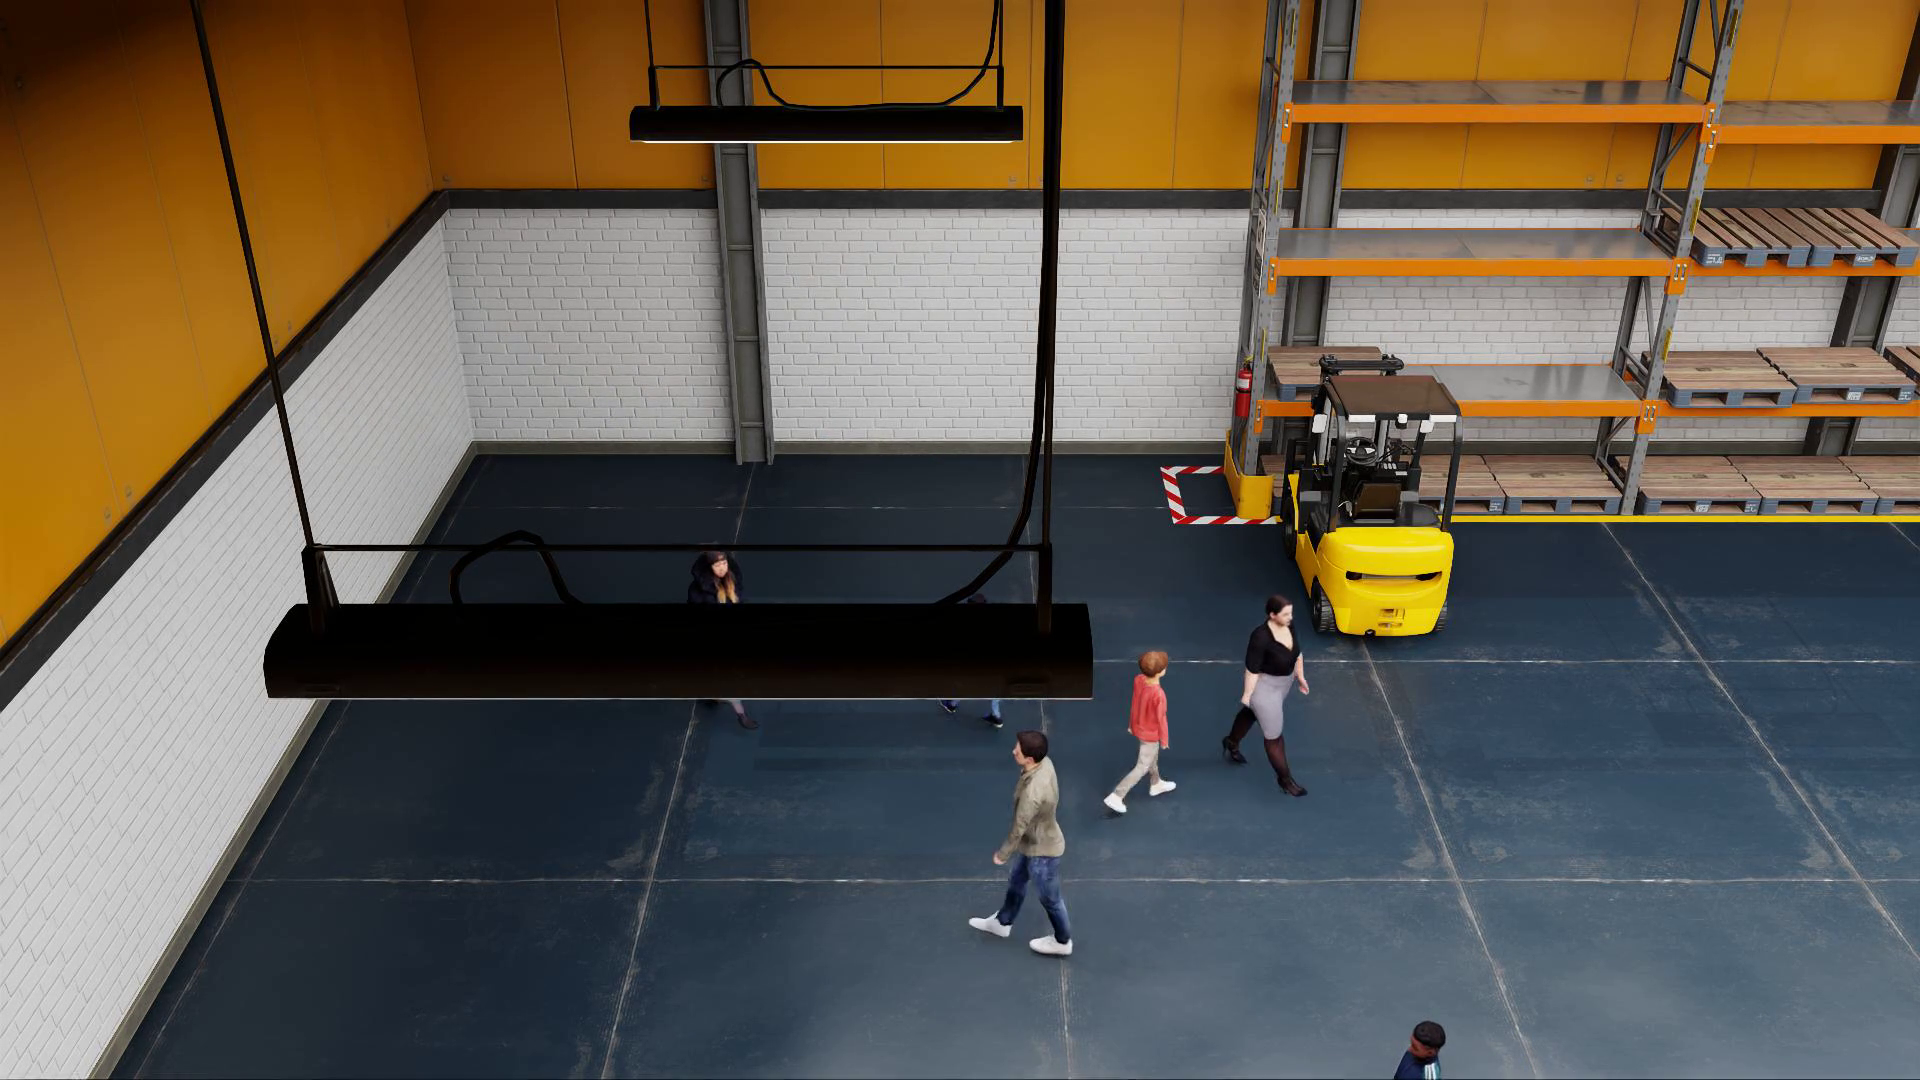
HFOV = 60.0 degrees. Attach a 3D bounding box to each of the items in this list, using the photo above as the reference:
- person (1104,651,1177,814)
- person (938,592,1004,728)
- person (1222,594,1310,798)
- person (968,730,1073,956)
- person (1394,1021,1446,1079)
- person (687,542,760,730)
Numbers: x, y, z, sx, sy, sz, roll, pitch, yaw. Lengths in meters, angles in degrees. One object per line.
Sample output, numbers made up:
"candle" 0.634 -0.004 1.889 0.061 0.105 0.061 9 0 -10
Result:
"person" 1.384 1.487 12.806 0.995 1.398 0.794 -13 31 -22
"person" 0.187 1.022 13.839 0.916 1.225 0.837 24 37 36
"person" 2.343 1.146 13.107 1.200 1.708 1.101 22 36 35
"person" 0.633 2.095 11.233 1.013 1.837 0.771 4 29 7
"person" 2.652 3.280 9.668 0.497 1.256 0.517 -3 29 -6
"person" -2.039 0.753 13.911 1.087 1.629 1.136 -25 37 -37
